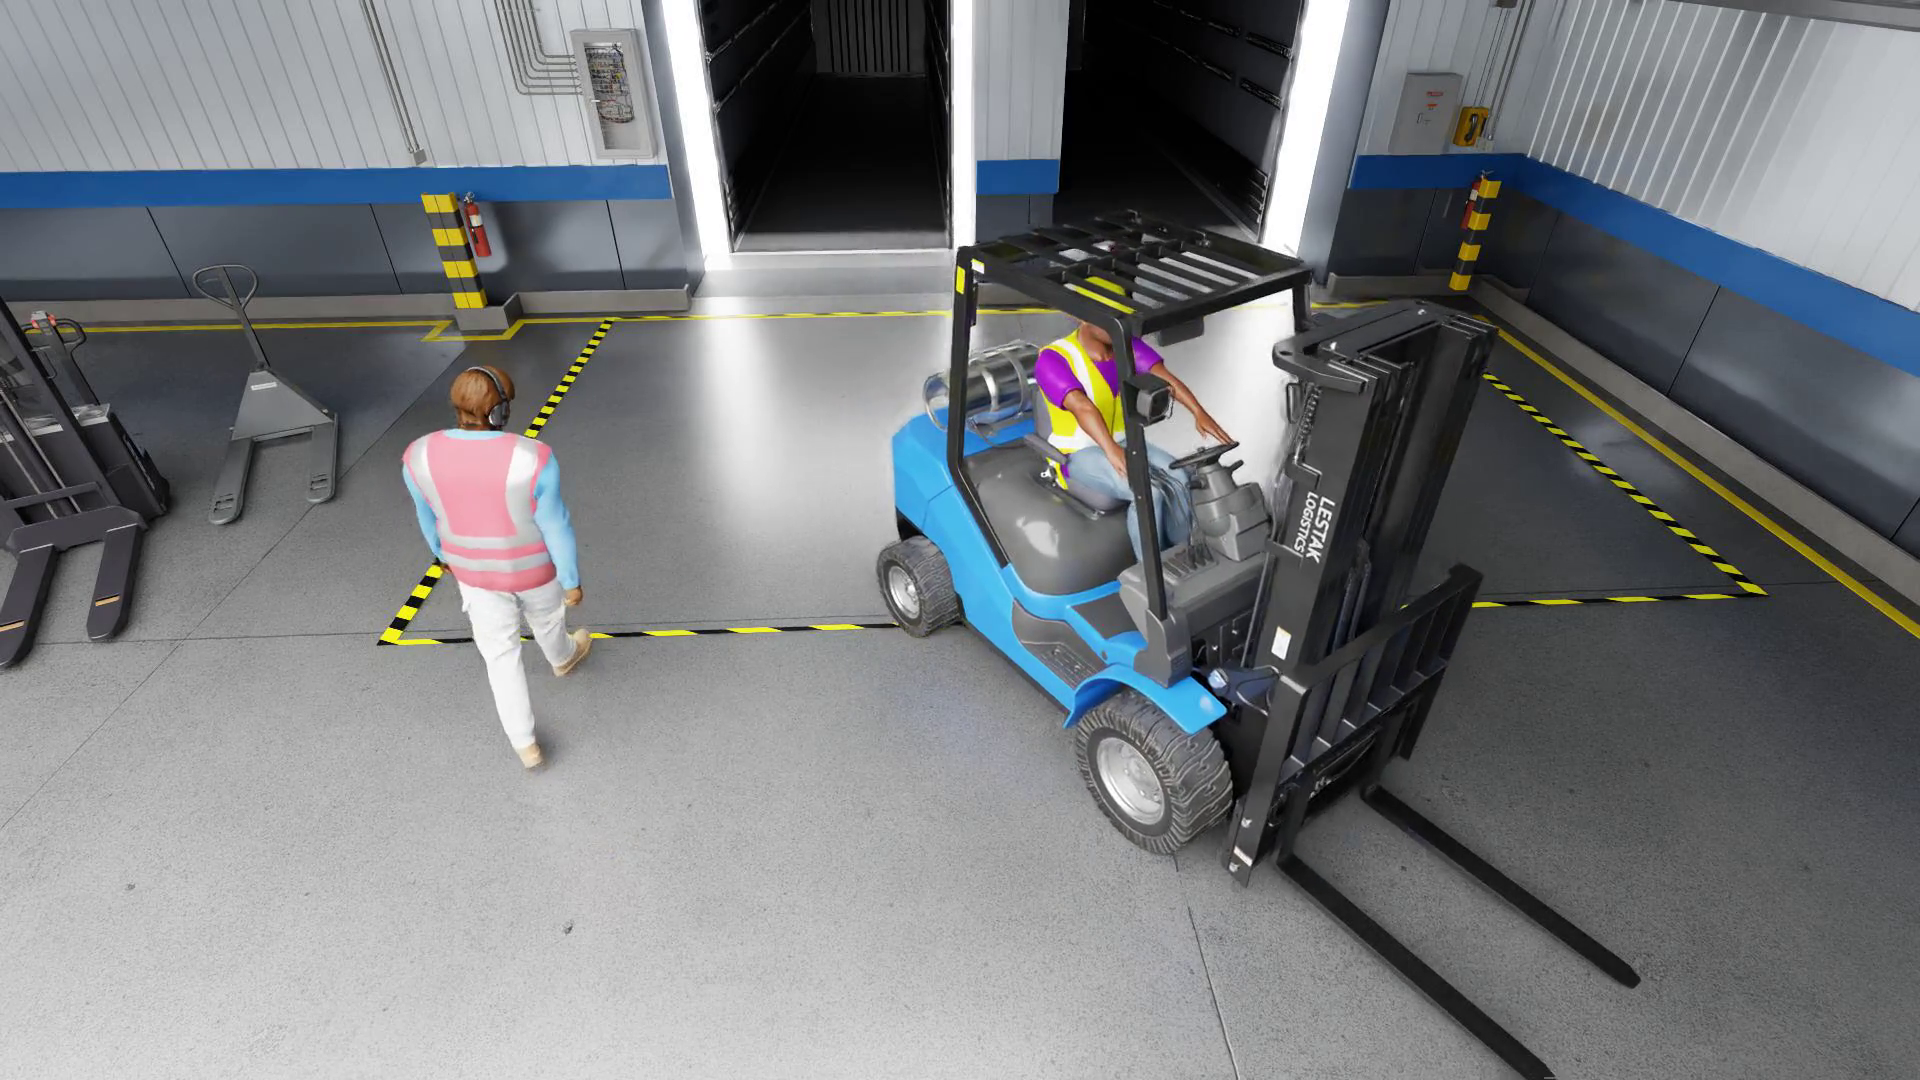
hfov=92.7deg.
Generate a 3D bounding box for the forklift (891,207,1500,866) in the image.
[{"bbox_3d":[0.741,-0.284,4.088,1.157,2.036,2.680,-22,41,-29],"label":"forklift"}]

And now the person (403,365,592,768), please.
[{"bbox_3d":[-1.990,0.093,4.054,0.680,1.782,0.942,-4,35,-6],"label":"person"}]

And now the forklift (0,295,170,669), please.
[{"bbox_3d":[-5.212,-0.618,4.878,0.823,1.965,1.885,-20,39,-26],"label":"forklift"}]

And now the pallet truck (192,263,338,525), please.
[{"bbox_3d":[-4.778,-1.027,6.128,0.680,1.201,1.601,-17,38,-23],"label":"pallet truck"}]

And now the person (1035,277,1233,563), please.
[{"bbox_3d":[0.770,-0.408,3.937,0.635,1.294,1.004,-22,41,-29],"label":"person"}]
